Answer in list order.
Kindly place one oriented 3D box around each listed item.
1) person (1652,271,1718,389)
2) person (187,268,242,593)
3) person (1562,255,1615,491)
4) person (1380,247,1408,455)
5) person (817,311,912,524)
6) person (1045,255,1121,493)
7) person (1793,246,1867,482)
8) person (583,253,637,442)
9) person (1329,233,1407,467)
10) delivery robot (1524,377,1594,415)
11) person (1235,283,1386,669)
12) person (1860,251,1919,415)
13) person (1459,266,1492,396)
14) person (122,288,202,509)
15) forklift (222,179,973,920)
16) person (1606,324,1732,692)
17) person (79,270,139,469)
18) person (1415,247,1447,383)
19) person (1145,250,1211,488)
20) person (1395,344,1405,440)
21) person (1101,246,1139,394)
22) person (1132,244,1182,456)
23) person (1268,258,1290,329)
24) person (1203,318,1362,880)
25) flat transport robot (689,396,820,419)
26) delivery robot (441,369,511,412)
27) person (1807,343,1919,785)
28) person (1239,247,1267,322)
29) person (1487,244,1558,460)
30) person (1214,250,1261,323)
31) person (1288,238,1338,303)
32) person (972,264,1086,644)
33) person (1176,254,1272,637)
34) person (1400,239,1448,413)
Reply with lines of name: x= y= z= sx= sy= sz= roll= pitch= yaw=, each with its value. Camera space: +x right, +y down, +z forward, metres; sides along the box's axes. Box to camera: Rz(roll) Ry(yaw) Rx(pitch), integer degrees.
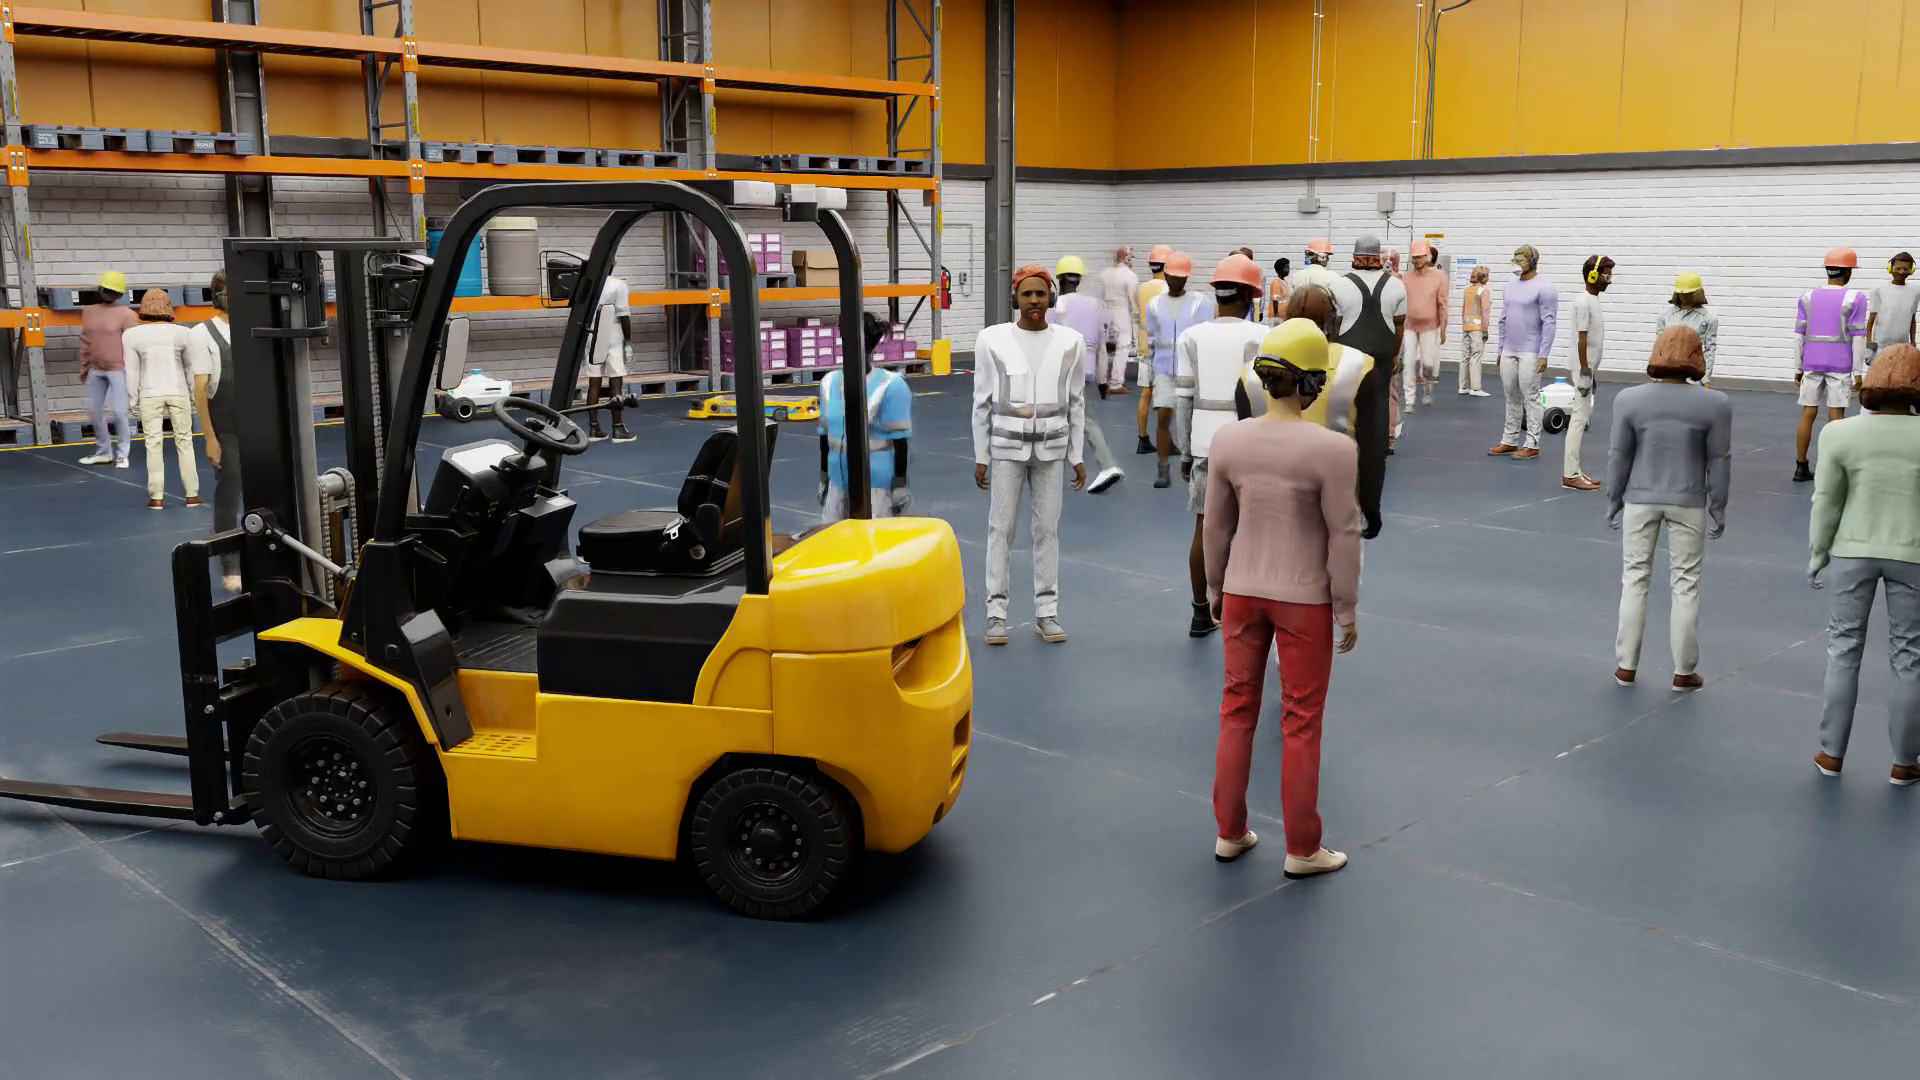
person: x=5.913 y=-1.332 z=13.642 sx=0.483 sy=1.736 sz=0.311 roll=8 pitch=13 yaw=37
person: x=-4.094 y=-0.623 z=9.489 sx=0.381 sy=1.836 sz=0.549 roll=6 pitch=12 yaw=28
person: x=5.029 y=-1.331 z=13.313 sx=0.329 sy=1.857 sz=0.510 roll=4 pitch=11 yaw=23
person: x=3.910 y=-1.741 z=15.397 sx=0.410 sy=1.912 sz=0.641 roll=3 pitch=11 yaw=14
person: x=-0.428 y=-0.284 z=8.072 sx=0.549 sy=1.681 sz=0.492 roll=8 pitch=13 yaw=38
person: x=0.936 y=-1.314 z=13.183 sx=0.636 sy=1.879 sz=0.906 roll=-5 pitch=12 yaw=-28
person: x=7.093 y=-1.419 z=13.560 sx=0.359 sy=1.936 sz=0.552 roll=-8 pitch=13 yaw=-38
person: x=-3.475 y=-1.937 z=16.314 sx=0.613 sy=1.961 sz=0.368 roll=4 pitch=11 yaw=22
person: x=3.480 y=-1.629 z=14.429 sx=0.683 sy=2.000 sz=0.537 roll=0 pitch=10 yaw=-2
delivery robot: x=6.206 y=-1.443 z=17.214 sx=0.707 sy=0.478 sz=0.477 roll=-4 pitch=11 yaw=-22
person: x=1.456 y=-0.163 z=7.015 sx=0.638 sy=1.830 sz=0.609 roll=7 pitch=12 yaw=32
person: x=9.081 y=-1.867 z=16.213 sx=0.517 sy=1.865 sz=0.328 roll=0 pitch=10 yaw=2
person: x=6.503 y=-2.631 z=20.992 sx=0.315 sy=1.637 sz=0.514 roll=-3 pitch=11 yaw=-15
person: x=-5.909 y=-1.044 z=12.351 sx=0.504 sy=1.633 sz=0.279 roll=-5 pitch=12 yaw=-26
forklift: x=-1.114 y=-0.058 z=5.440 sx=2.313 sy=2.155 sz=1.214 roll=2 pitch=11 yaw=13
person: x=3.151 y=-0.141 z=7.427 sx=0.507 sy=1.631 sz=0.270 roll=6 pitch=12 yaw=28
person: x=-7.396 y=-1.469 z=14.441 sx=0.672 sy=1.714 sz=0.333 roll=2 pitch=11 yaw=12
person: x=6.418 y=-3.074 z=22.802 sx=0.507 sy=1.862 sz=0.329 roll=-6 pitch=12 yaw=-30
person: x=1.775 y=-1.394 z=13.534 sx=0.539 sy=1.912 sz=0.765 roll=3 pitch=11 yaw=17
person: x=4.057 y=-1.740 z=16.158 sx=0.402 sy=1.617 sz=0.549 roll=-8 pitch=13 yaw=-37
person: x=2.129 y=-2.803 z=21.250 sx=0.609 sy=1.885 sz=0.672 roll=-6 pitch=12 yaw=-30
person: x=1.837 y=-1.740 z=15.316 sx=0.544 sy=1.938 sz=0.355 roll=10 pitch=14 yaw=43
person: x=4.620 y=-3.223 z=24.055 sx=0.317 sy=1.695 sz=0.540 roll=4 pitch=11 yaw=23
person: x=1.025 y=0.185 z=5.284 sx=0.534 sy=1.767 sz=0.319 roll=8 pitch=13 yaw=39
flat transport robot: x=-2.221 y=-1.476 z=18.421 sx=1.431 sy=0.197 sz=0.652 roll=2 pitch=11 yaw=8
delivery robot: x=-5.300 y=-1.632 z=18.242 sx=0.707 sy=0.478 sz=0.477 roll=-8 pitch=13 yaw=-36
person: x=3.419 y=0.089 z=6.167 sx=0.498 sy=1.633 sz=0.285 roll=7 pitch=12 yaw=32
person: x=4.159 y=-3.356 z=24.381 sx=0.633 sy=1.845 sz=0.429 roll=-2 pitch=11 yaw=-11
person: x=5.102 y=-1.697 z=15.074 sx=0.356 sy=1.938 sz=0.638 roll=-4 pitch=11 yaw=-23
person: x=3.266 y=-2.490 z=19.654 sx=0.563 sy=1.846 sz=0.390 roll=6 pitch=12 yaw=30
person: x=3.900 y=-2.316 z=18.306 sx=0.612 sy=1.991 sz=0.392 roll=9 pitch=14 yaw=41
person: x=0.344 y=-0.420 z=8.263 sx=0.572 sy=1.883 sz=0.355 roll=-1 pitch=10 yaw=-8
person: x=1.353 y=-0.453 z=8.327 sx=0.542 sy=1.927 sz=0.380 roll=6 pitch=12 yaw=30
person: x=5.253 y=-2.444 z=19.045 sx=0.634 sy=1.973 sz=0.572 roll=4 pitch=11 yaw=23
